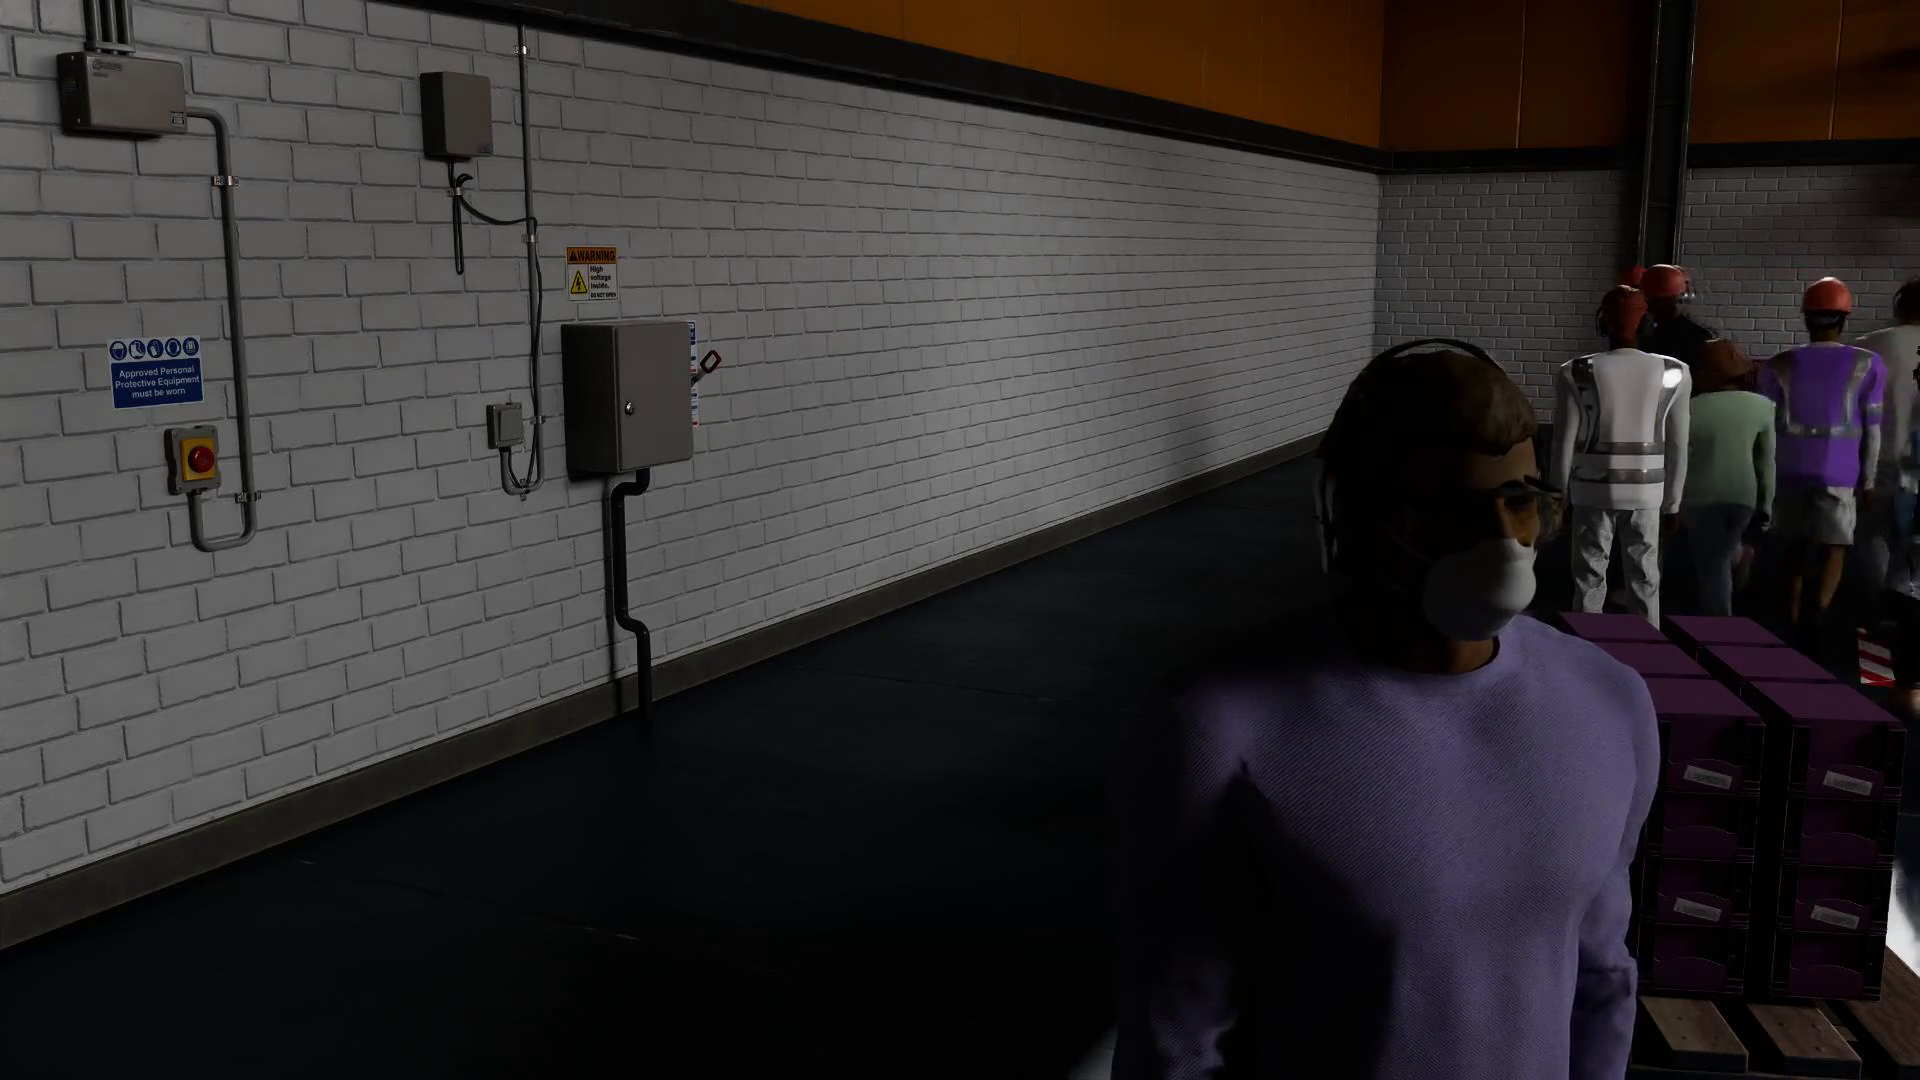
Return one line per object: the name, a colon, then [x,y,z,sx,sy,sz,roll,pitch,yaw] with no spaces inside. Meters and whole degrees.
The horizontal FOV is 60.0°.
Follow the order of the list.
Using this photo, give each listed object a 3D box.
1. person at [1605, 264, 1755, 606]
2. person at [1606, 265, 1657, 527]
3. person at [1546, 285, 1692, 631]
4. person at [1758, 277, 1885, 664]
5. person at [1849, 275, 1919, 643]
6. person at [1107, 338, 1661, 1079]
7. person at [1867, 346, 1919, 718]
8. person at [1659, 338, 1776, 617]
person: [4.157,-0.588,9.526,0.827,1.958,0.664,-2,10,-13]
person: [4.964,-1.055,12.310,0.543,1.928,0.371,-3,10,-17]
person: [2.872,-0.167,7.294,0.574,1.884,0.357,1,10,8]
person: [4.169,-0.320,8.134,0.547,1.910,0.784,7,12,35]
person: [4.805,-0.383,8.462,0.645,1.914,0.670,3,10,19]
person: [0.457,0.761,1.767,0.629,1.940,0.373,-4,10,-20]
person: [4.202,-0.030,7.122,0.452,1.672,0.565,8,12,38]
person: [3.629,-0.165,8.043,0.525,1.608,0.580,-1,10,-5]
